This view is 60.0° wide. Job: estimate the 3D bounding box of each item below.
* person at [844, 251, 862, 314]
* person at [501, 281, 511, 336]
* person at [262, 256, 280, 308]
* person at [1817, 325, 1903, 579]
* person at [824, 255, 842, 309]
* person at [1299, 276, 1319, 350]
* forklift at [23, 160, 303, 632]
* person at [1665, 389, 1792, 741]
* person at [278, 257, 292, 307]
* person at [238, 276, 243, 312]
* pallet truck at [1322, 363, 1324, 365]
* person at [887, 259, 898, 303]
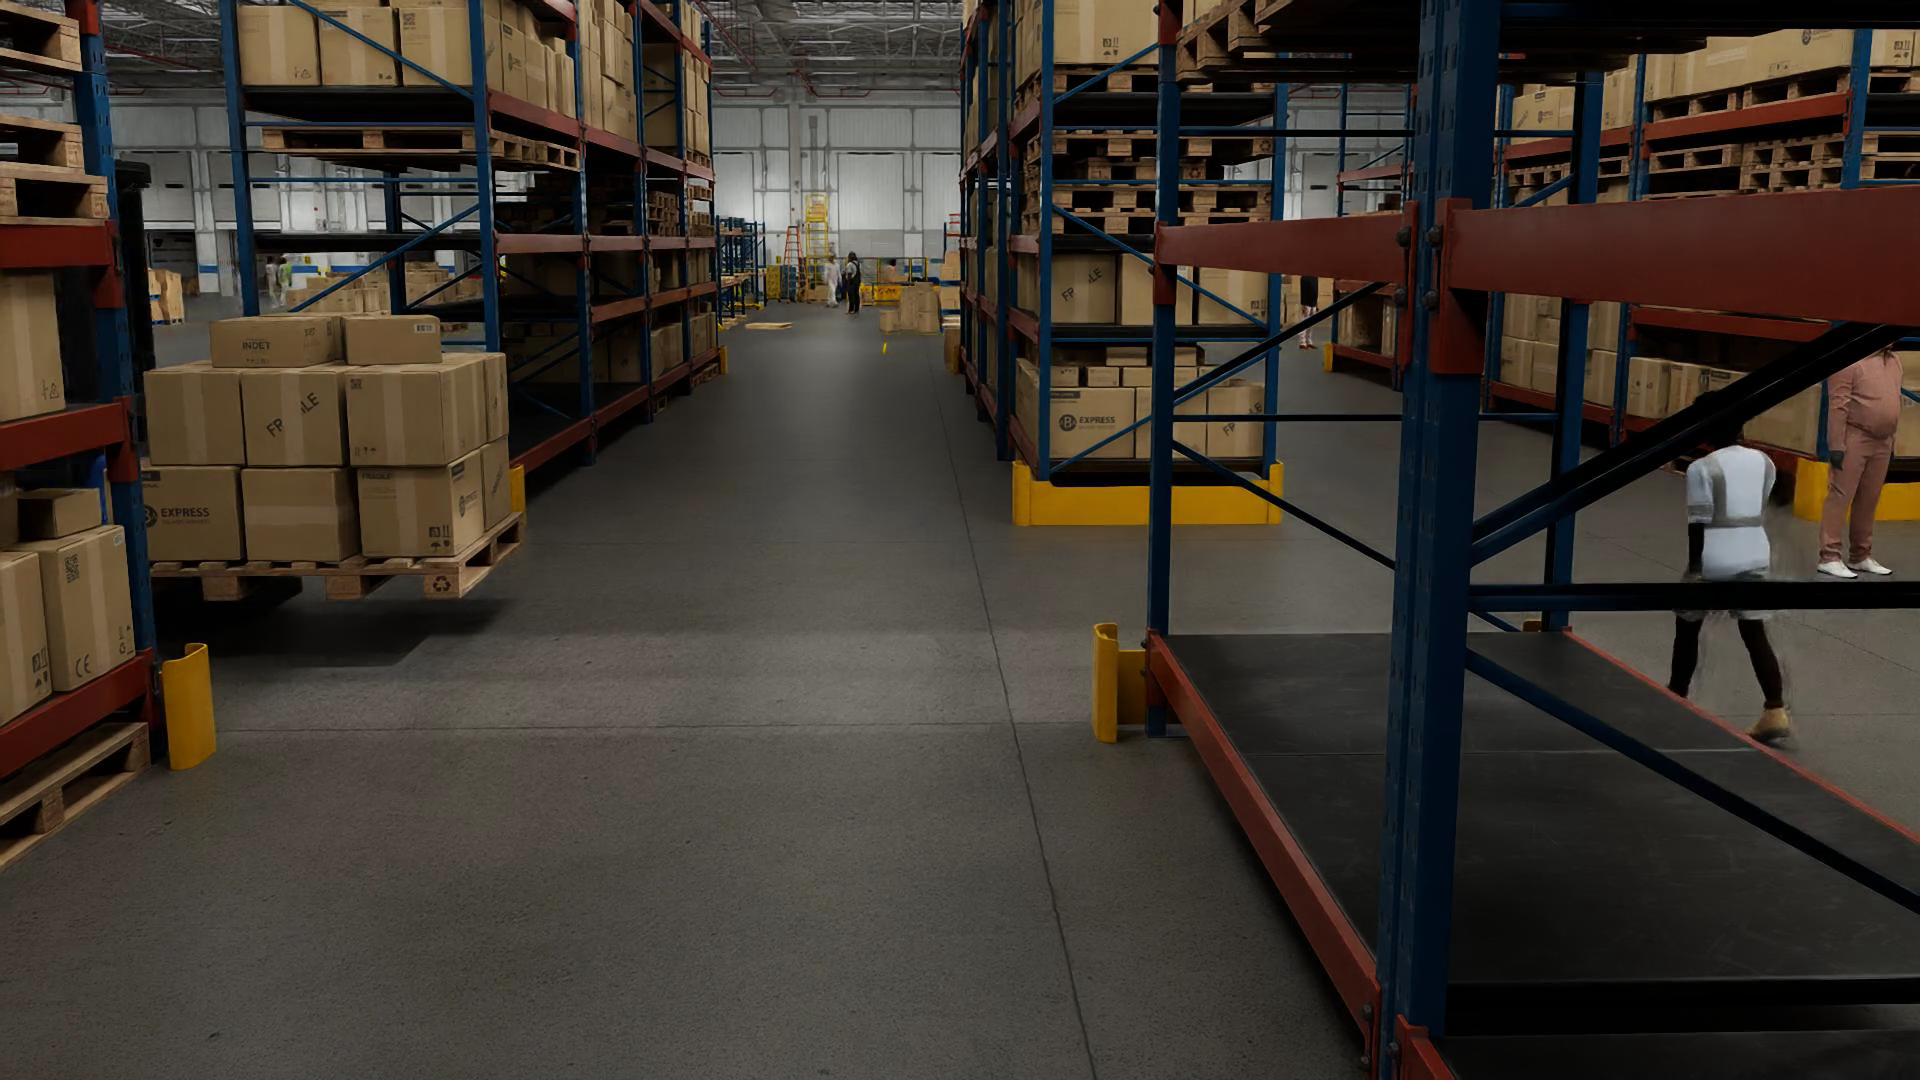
[{"bbox_3d":[-3.521,-8.352,53.990,0.538,2.000,0.686,6,12,30],"label":"person"},{"bbox_3d":[-8.344,-3.939,30.568,0.360,1.628,0.530,8,13,36],"label":"person"},{"bbox_3d":[-24.427,-9.128,58.847,0.564,1.847,0.492,3,11,18],"label":"person"},{"bbox_3d":[6.344,-0.679,11.651,0.642,1.900,0.400,-4,11,-24],"label":"person"},{"bbox_3d":[-4.516,-9.099,58.598,0.646,1.895,1.019,-9,13,-40],"label":"person"},{"bbox_3d":[7.596,-5.122,36.120,0.379,1.996,0.611,9,14,41],"label":"person"},{"bbox_3d":[-5.207,-0.903,10.152,1.873,2.768,1.129,0,10,-2],"label":"forklift"},{"bbox_3d":[3.672,0.119,7.913,0.525,1.664,0.833,-3,11,-15],"label":"person"},{"bbox_3d":[-24.143,-9.242,59.606,0.855,1.816,0.631,2,10,9],"label":"person"},{"bbox_3d":[-16.490,-5.478,38.293,0.866,1.931,0.614,-6,12,-29],"label":"person"},{"bbox_3d":[7.712,-4.157,30.737,1.885,1.965,0.823,3,11,16],"label":"pallet truck"},{"bbox_3d":[-2.642,-9.929,63.757,0.456,1.687,0.533,-7,12,-33],"label":"person"}]
